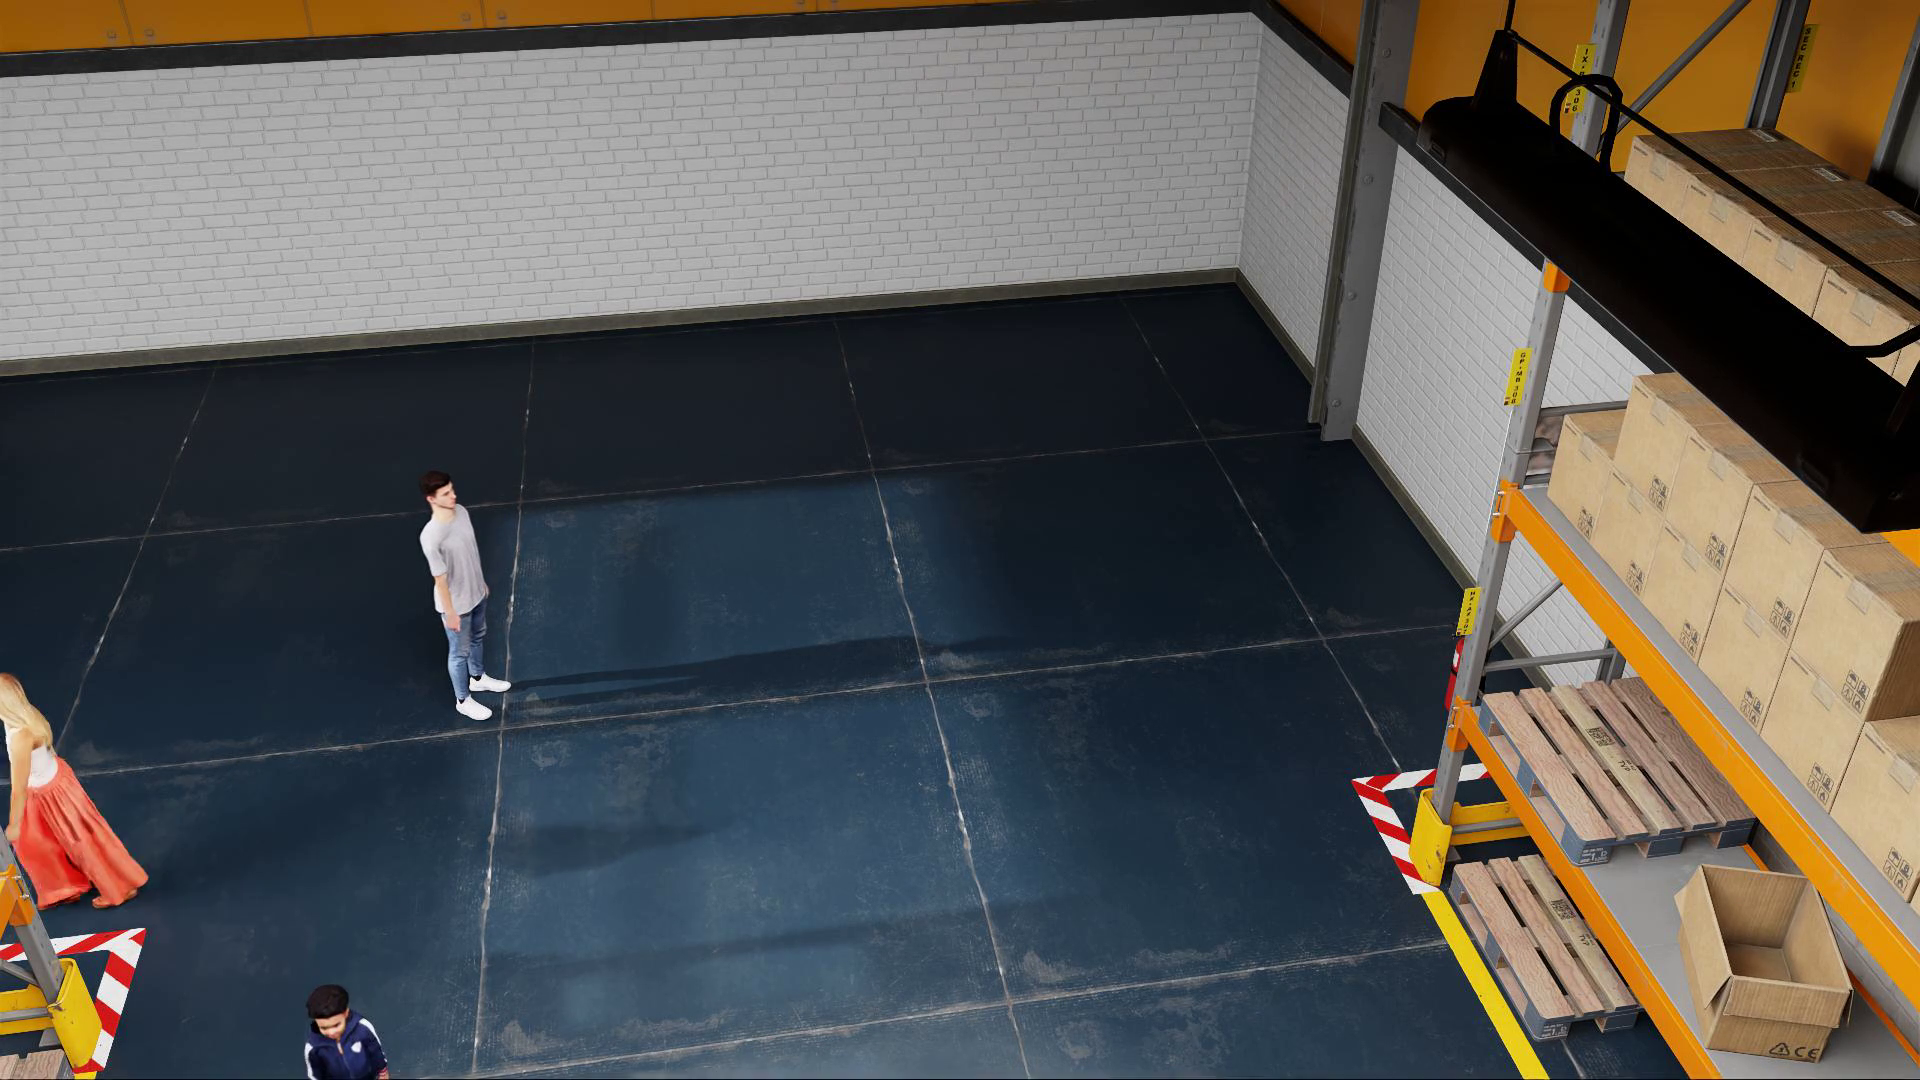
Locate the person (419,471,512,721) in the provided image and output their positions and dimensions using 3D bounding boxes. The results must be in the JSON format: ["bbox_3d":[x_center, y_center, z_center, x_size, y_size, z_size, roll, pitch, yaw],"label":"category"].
[{"bbox_3d":[-3.405,0.348,11.326,0.805,1.888,0.629,6,34,9],"label":"person"}]

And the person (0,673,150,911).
[{"bbox_3d":[-5.178,1.474,9.729,0.867,1.781,0.906,-19,38,-26],"label":"person"}]

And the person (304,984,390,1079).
[{"bbox_3d":[-3.081,2.675,8.433,0.561,1.214,0.532,-12,35,-17],"label":"person"}]
